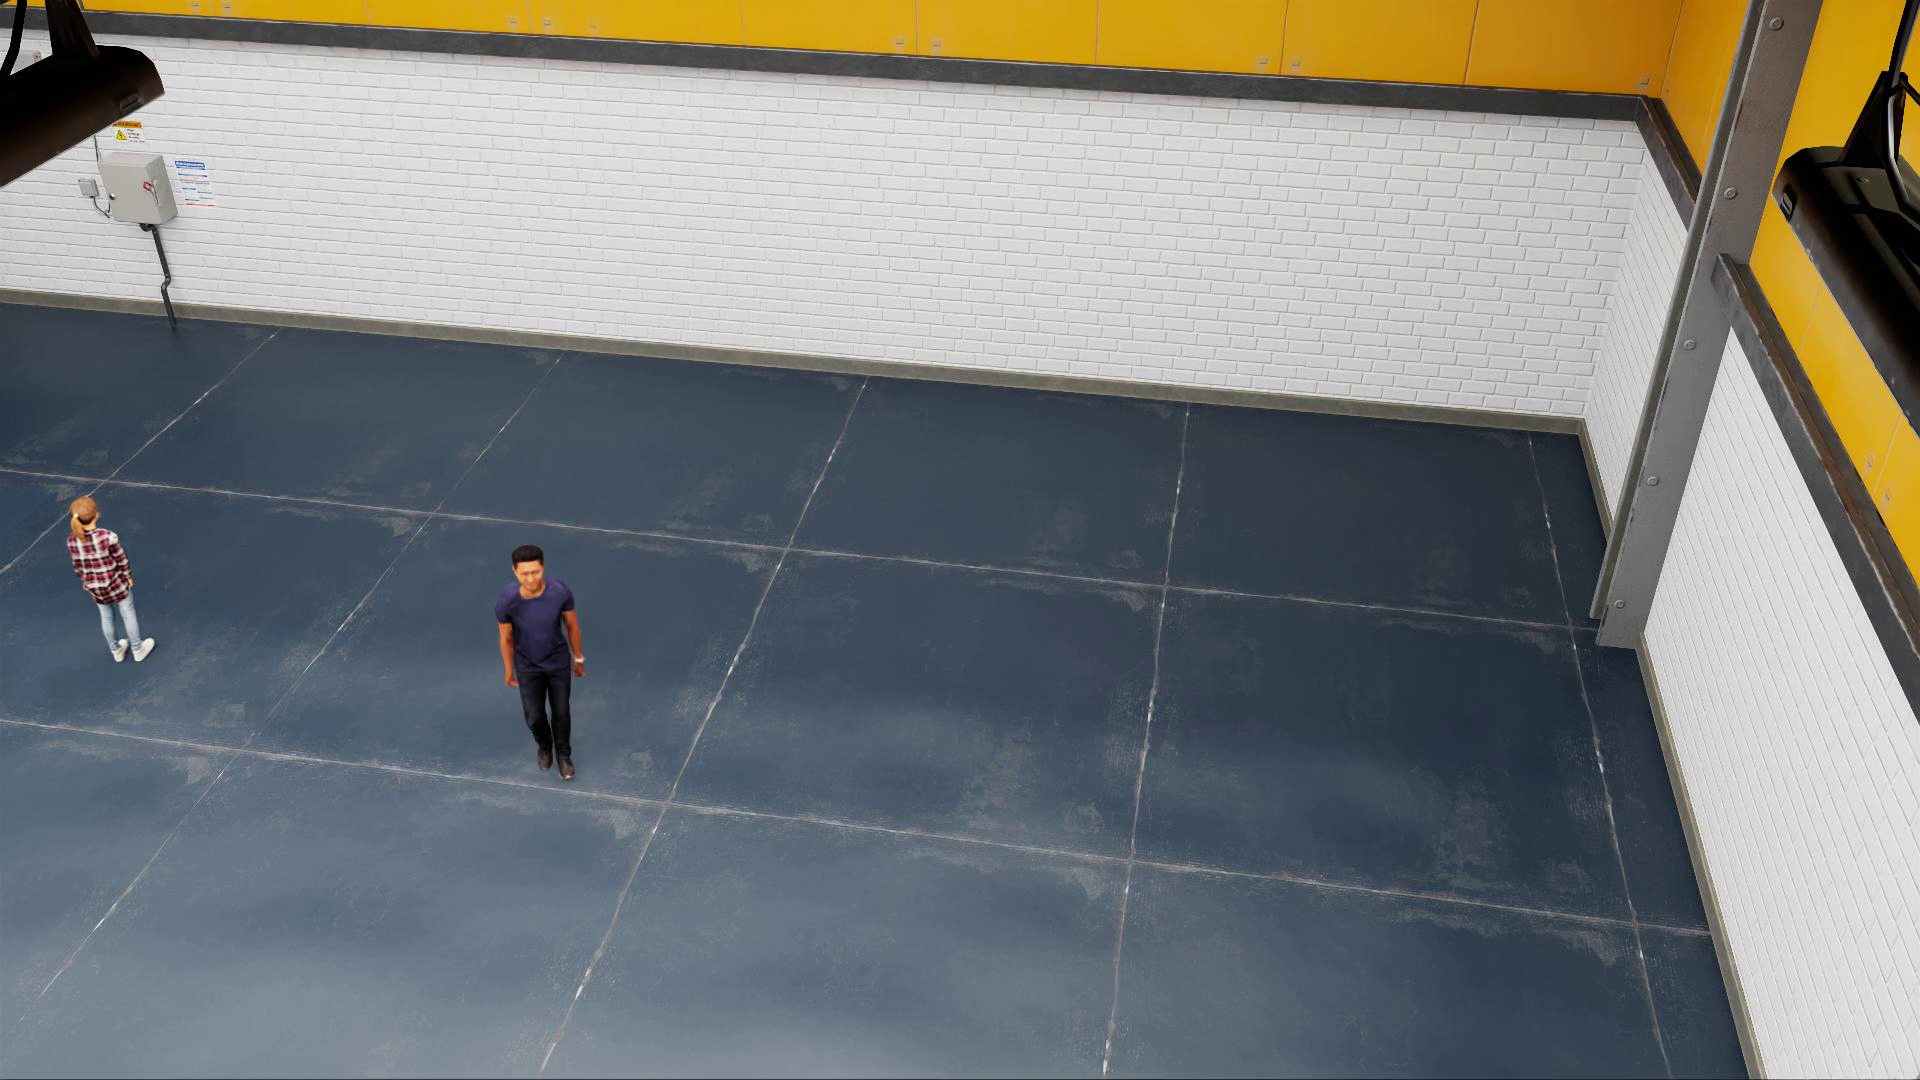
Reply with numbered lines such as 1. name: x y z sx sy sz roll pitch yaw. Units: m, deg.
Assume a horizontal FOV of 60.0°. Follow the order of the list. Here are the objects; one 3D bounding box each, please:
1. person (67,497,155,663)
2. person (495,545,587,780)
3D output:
1. person: -6.014 0.287 11.713 0.559 1.302 0.541 -2 34 -2
2. person: -2.670 0.730 10.608 0.778 1.786 0.797 -11 35 -16
